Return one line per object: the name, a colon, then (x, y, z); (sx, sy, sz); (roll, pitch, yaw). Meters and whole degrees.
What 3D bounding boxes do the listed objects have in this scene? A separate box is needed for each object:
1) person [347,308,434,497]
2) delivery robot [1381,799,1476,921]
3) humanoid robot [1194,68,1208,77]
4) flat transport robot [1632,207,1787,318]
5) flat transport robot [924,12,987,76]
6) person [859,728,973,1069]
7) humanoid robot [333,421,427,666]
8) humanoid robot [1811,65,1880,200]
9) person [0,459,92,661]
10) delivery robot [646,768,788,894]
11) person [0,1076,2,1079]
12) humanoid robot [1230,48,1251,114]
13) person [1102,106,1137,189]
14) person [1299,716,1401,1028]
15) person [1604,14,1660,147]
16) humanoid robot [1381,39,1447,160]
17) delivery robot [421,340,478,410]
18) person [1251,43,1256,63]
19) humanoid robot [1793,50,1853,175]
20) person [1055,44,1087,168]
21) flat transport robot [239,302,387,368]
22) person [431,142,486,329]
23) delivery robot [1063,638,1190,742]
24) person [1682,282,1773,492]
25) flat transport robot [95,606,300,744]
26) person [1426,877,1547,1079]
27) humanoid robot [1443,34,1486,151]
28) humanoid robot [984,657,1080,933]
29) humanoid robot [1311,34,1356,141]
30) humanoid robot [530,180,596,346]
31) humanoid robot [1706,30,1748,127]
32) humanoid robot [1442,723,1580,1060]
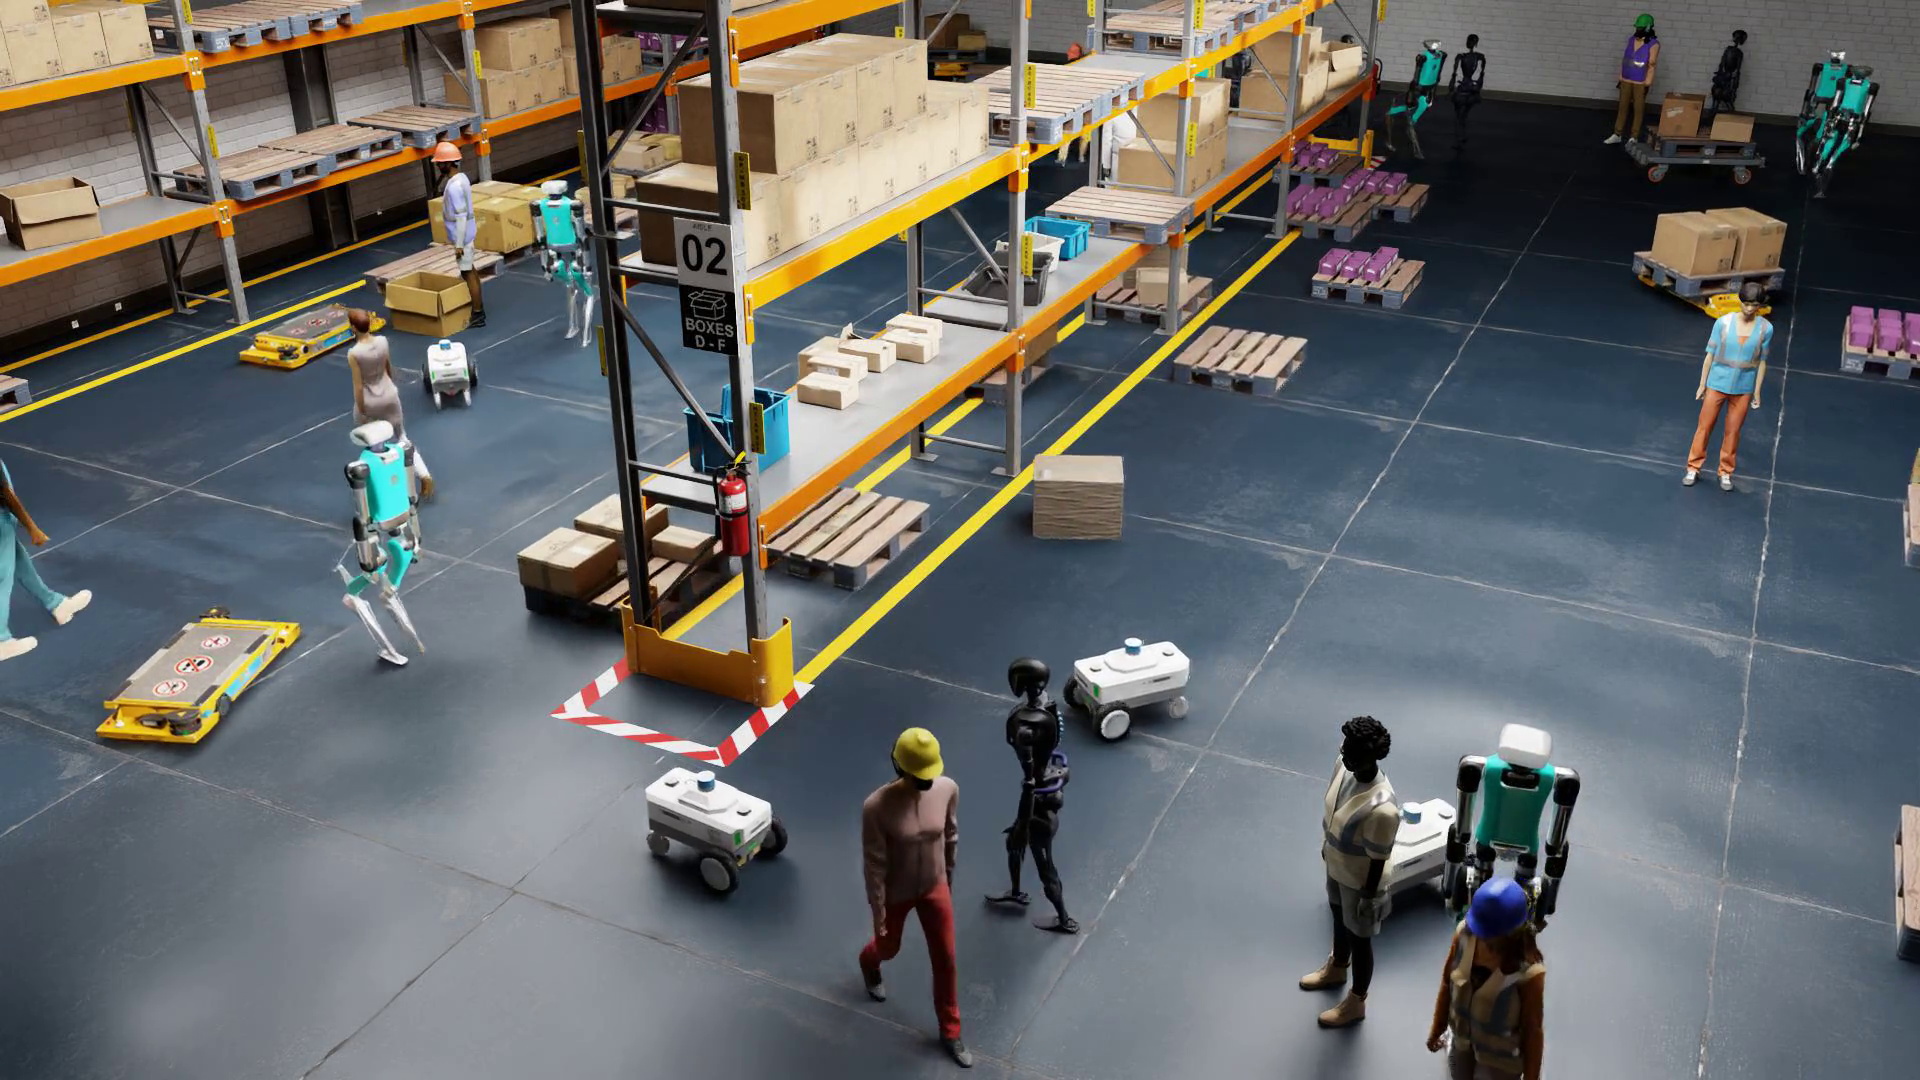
person: (-4.676, -1.095, 13.445); (0.752, 1.631, 0.442); (19, 32, 33)
delivery robot: (2.431, 1.690, 9.028); (0.778, 0.581, 0.499); (-14, 30, -26)
humanoid robot: (3.492, -6.150, 23.608); (0.544, 1.849, 0.663); (14, 30, 26)
flat transport robot: (8.213, -2.768, 18.370); (0.659, 0.231, 1.431); (-6, 27, -12)
flat transport robot: (-0.123, -8.689, 30.329); (0.659, 0.231, 1.431); (0, 26, 1)
person: (-0.241, 1.611, 7.871); (0.524, 1.730, 0.804); (-13, 29, -24)
humanoid robot: (-3.922, 0.035, 11.049); (0.686, 1.796, 0.539); (13, 29, 24)
humanoid robot: (11.495, -5.280, 21.808); (0.817, 1.772, 0.538); (-21, 33, -36)
person: (-6.407, -0.130, 11.280); (0.541, 1.828, 0.867); (17, 31, 31)
delivery robot: (-1.385, 1.577, 9.287); (0.812, 0.609, 0.499); (16, 30, 28)
person: (-4.569, 1.911, 7.189); (0.512, 1.807, 0.650); (-6, 27, -11)
humanoid robot: (4.219, -6.684, 24.718); (0.705, 1.632, 0.612); (2, 26, 5)
person: (1.991, -4.602, 20.231); (0.638, 1.908, 0.413); (-19, 32, -33)
person: (1.891, 1.575, 7.994); (0.319, 1.694, 0.531); (-5, 27, -10)
person: (10.040, -6.829, 24.706); (0.420, 1.926, 0.531); (-18, 31, -32)
humanoid robot: (6.494, -6.421, 24.140); (0.544, 1.752, 1.004); (-15, 30, -28)
delivery robot: (-4.815, -1.599, 15.664); (0.499, 0.575, 0.759); (-8, 27, -16)
person: (4.810, -7.665, 26.453); (0.402, 1.877, 0.552); (0, 26, 0)
humanoid robot: (11.928, -5.881, 23.142); (0.541, 1.905, 0.711); (6, 27, 11)
person: (1.627, -6.161, 23.604); (0.572, 1.698, 0.928); (8, 27, 16)
flat transport robot: (-6.609, -2.101, 17.022); (0.659, 0.231, 1.431); (10, 28, 19)
person: (-5.209, -3.162, 17.287); (0.363, 1.935, 0.551); (-4, 27, -9)
delivery robot: (1.086, 0.906, 10.614); (0.783, 0.584, 0.499); (-10, 28, -20)
person: (6.311, -1.256, 13.628); (0.485, 1.766, 0.324); (9, 28, 18)
flat transport robot: (-5.015, 0.879, 11.002); (0.659, 0.231, 1.431); (3, 26, 6)
person: (2.259, 2.074, 6.921); (0.741, 1.743, 0.478); (-14, 29, -26)
humanoid robot: (7.458, -6.613, 24.556); (0.610, 1.647, 0.377); (-8, 28, -16)
humanoid robot: (0.373, 1.318, 8.542); (0.534, 1.646, 0.608); (5, 27, 10)
humanoid robot: (5.615, -6.683, 24.710); (0.663, 1.640, 0.602); (16, 30, 29)
humanoid robot: (-3.935, -2.842, 16.878); (0.536, 1.763, 0.822); (2, 26, 4)
humanoid robot: (11.466, -6.811, 24.945); (0.374, 1.647, 0.604); (-1, 26, -3)
humanoid robot: (2.465, 1.722, 7.586); (0.530, 1.749, 0.688); (7, 27, 13)
